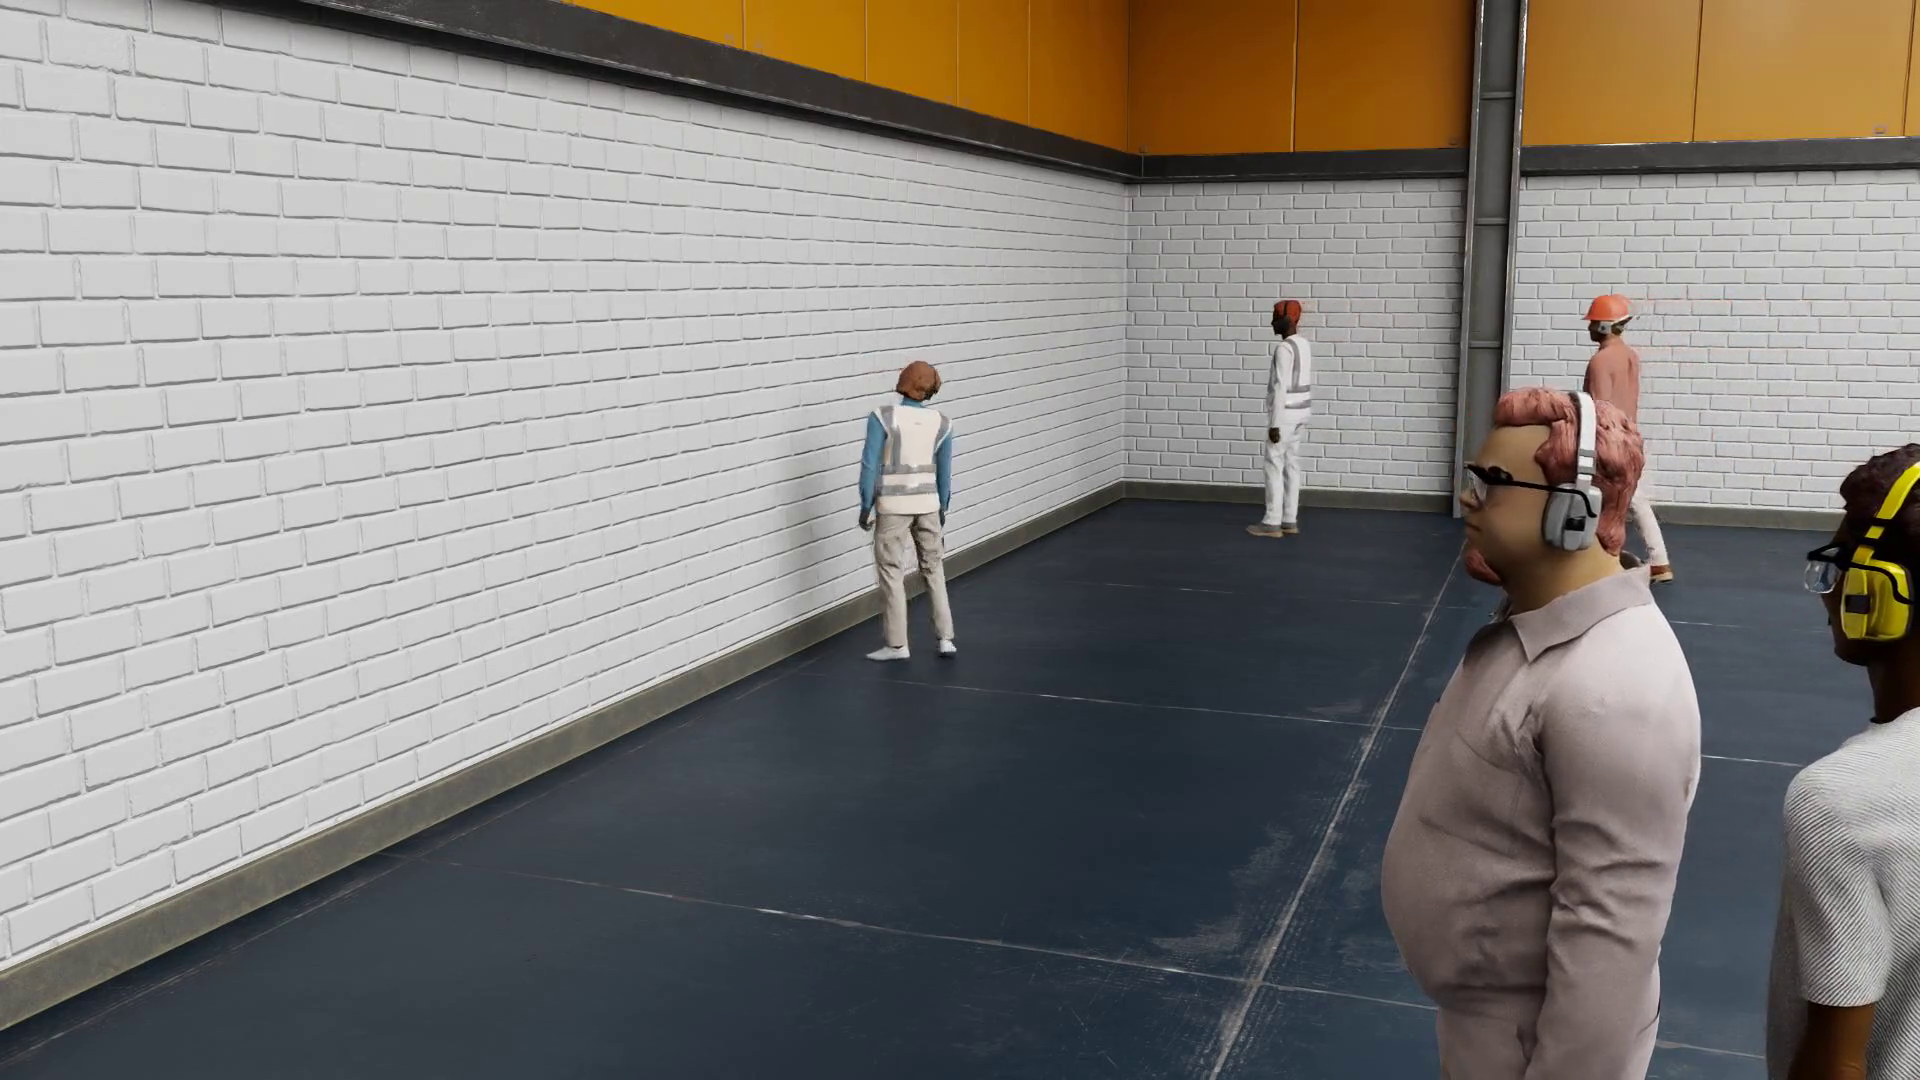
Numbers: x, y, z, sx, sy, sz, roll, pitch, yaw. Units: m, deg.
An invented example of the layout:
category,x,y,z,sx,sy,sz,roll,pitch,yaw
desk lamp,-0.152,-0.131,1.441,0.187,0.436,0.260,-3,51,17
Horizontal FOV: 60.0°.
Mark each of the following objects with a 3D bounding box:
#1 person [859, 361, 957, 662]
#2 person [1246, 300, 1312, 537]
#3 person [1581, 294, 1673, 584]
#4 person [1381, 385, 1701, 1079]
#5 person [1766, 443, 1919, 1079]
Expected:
category,x,y,z,sx,sy,sz,roll,pitch,yaw
person,-0.251,-0.139,8.869,0.573,1.623,0.393,-5,11,-31
person,2.567,-0.966,13.238,0.412,1.881,0.591,6,11,31
person,4.363,-0.673,11.196,0.636,1.944,1.050,-8,12,-41
person,0.836,0.726,2.507,0.408,1.913,0.642,1,9,8
person,1.133,0.817,2.060,0.519,1.874,0.326,-4,10,-26
